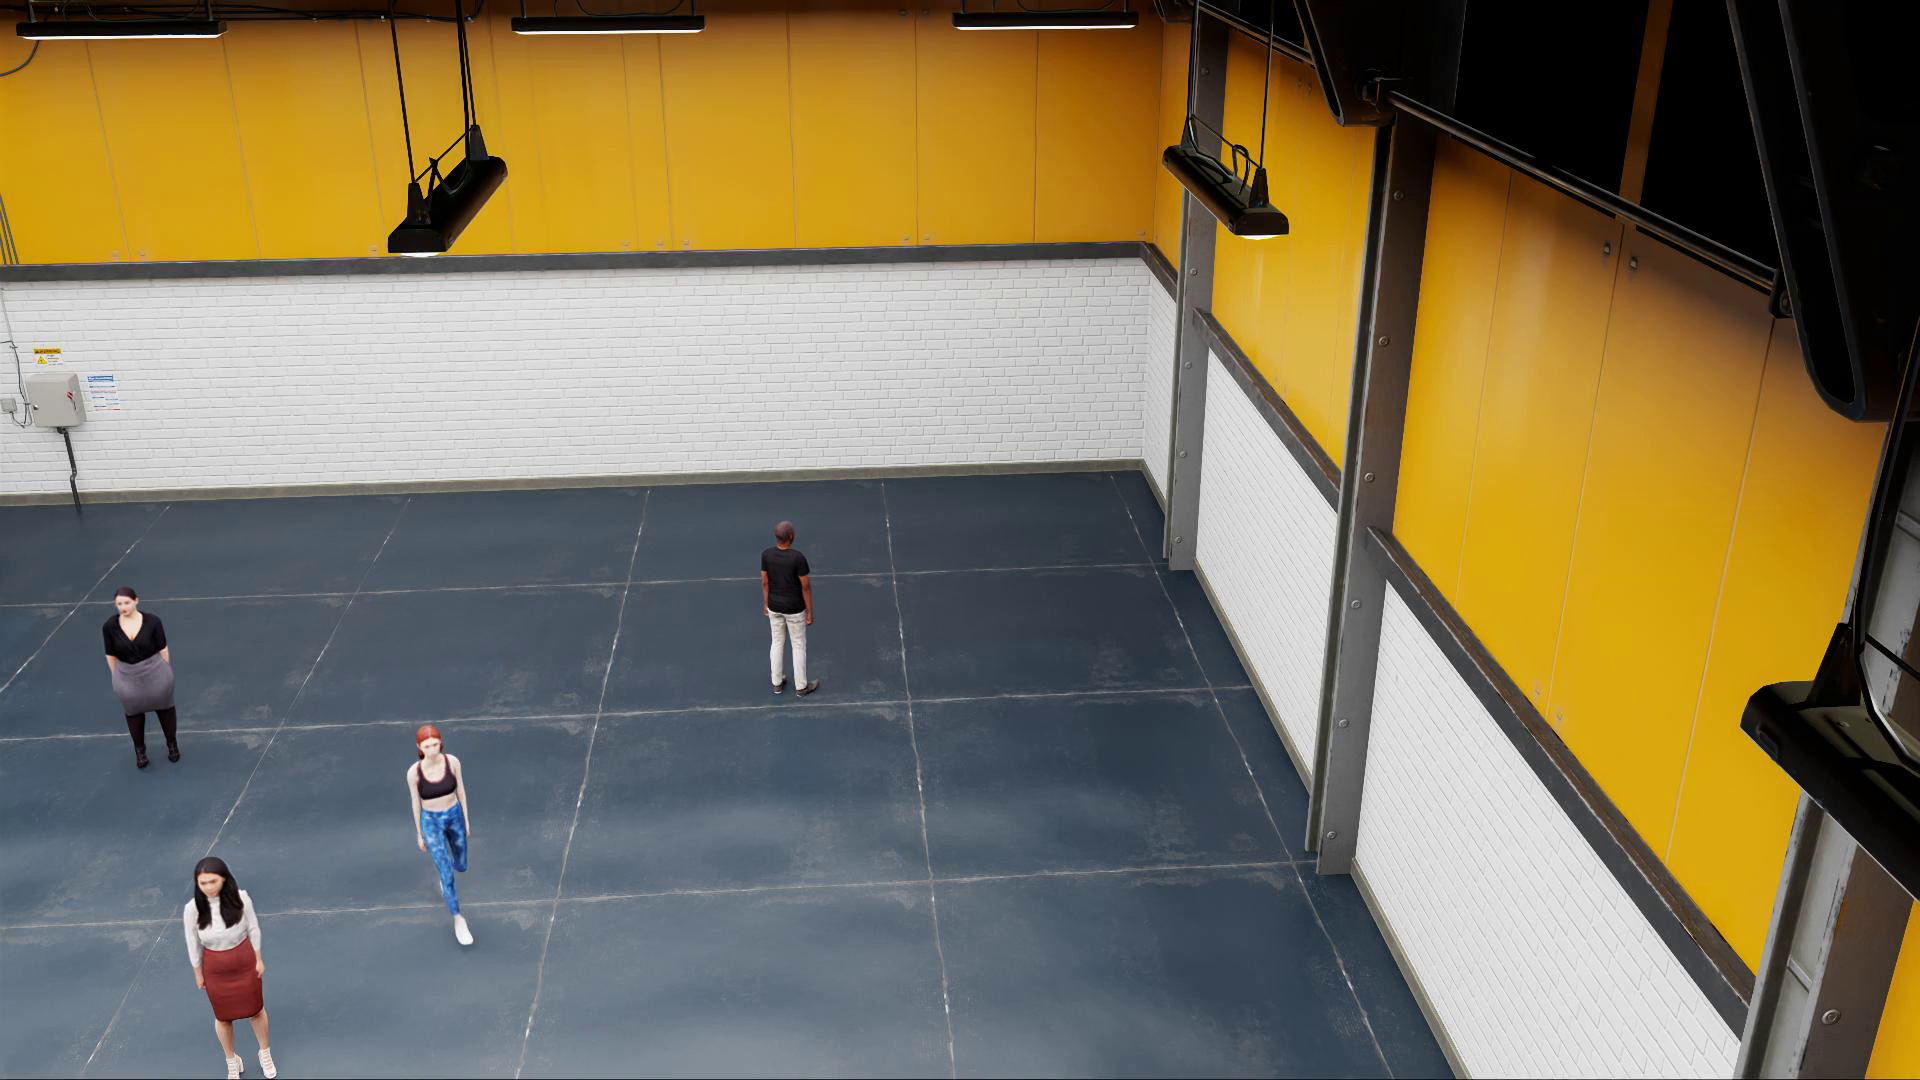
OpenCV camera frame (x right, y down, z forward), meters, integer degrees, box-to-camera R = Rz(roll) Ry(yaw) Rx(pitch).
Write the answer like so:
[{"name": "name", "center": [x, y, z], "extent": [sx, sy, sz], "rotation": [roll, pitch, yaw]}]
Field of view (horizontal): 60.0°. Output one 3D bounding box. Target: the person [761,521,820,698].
[{"name": "person", "center": [-1.678, 0.660, 16.116], "extent": [0.756, 1.804, 0.734], "rotation": [8, 25, 17]}]

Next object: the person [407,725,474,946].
[{"name": "person", "center": [-3.958, 2.182, 12.679], "extent": [0.857, 1.767, 1.091], "rotation": [-14, 27, -29]}]

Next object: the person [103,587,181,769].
[{"name": "person", "center": [-7.328, 1.211, 14.910], "extent": [0.720, 1.759, 0.701], "rotation": [-8, 25, -17]}]

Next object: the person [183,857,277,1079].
[{"name": "person", "center": [-4.871, 2.877, 11.110], "extent": [0.653, 1.751, 0.614], "rotation": [-10, 25, -21]}]
